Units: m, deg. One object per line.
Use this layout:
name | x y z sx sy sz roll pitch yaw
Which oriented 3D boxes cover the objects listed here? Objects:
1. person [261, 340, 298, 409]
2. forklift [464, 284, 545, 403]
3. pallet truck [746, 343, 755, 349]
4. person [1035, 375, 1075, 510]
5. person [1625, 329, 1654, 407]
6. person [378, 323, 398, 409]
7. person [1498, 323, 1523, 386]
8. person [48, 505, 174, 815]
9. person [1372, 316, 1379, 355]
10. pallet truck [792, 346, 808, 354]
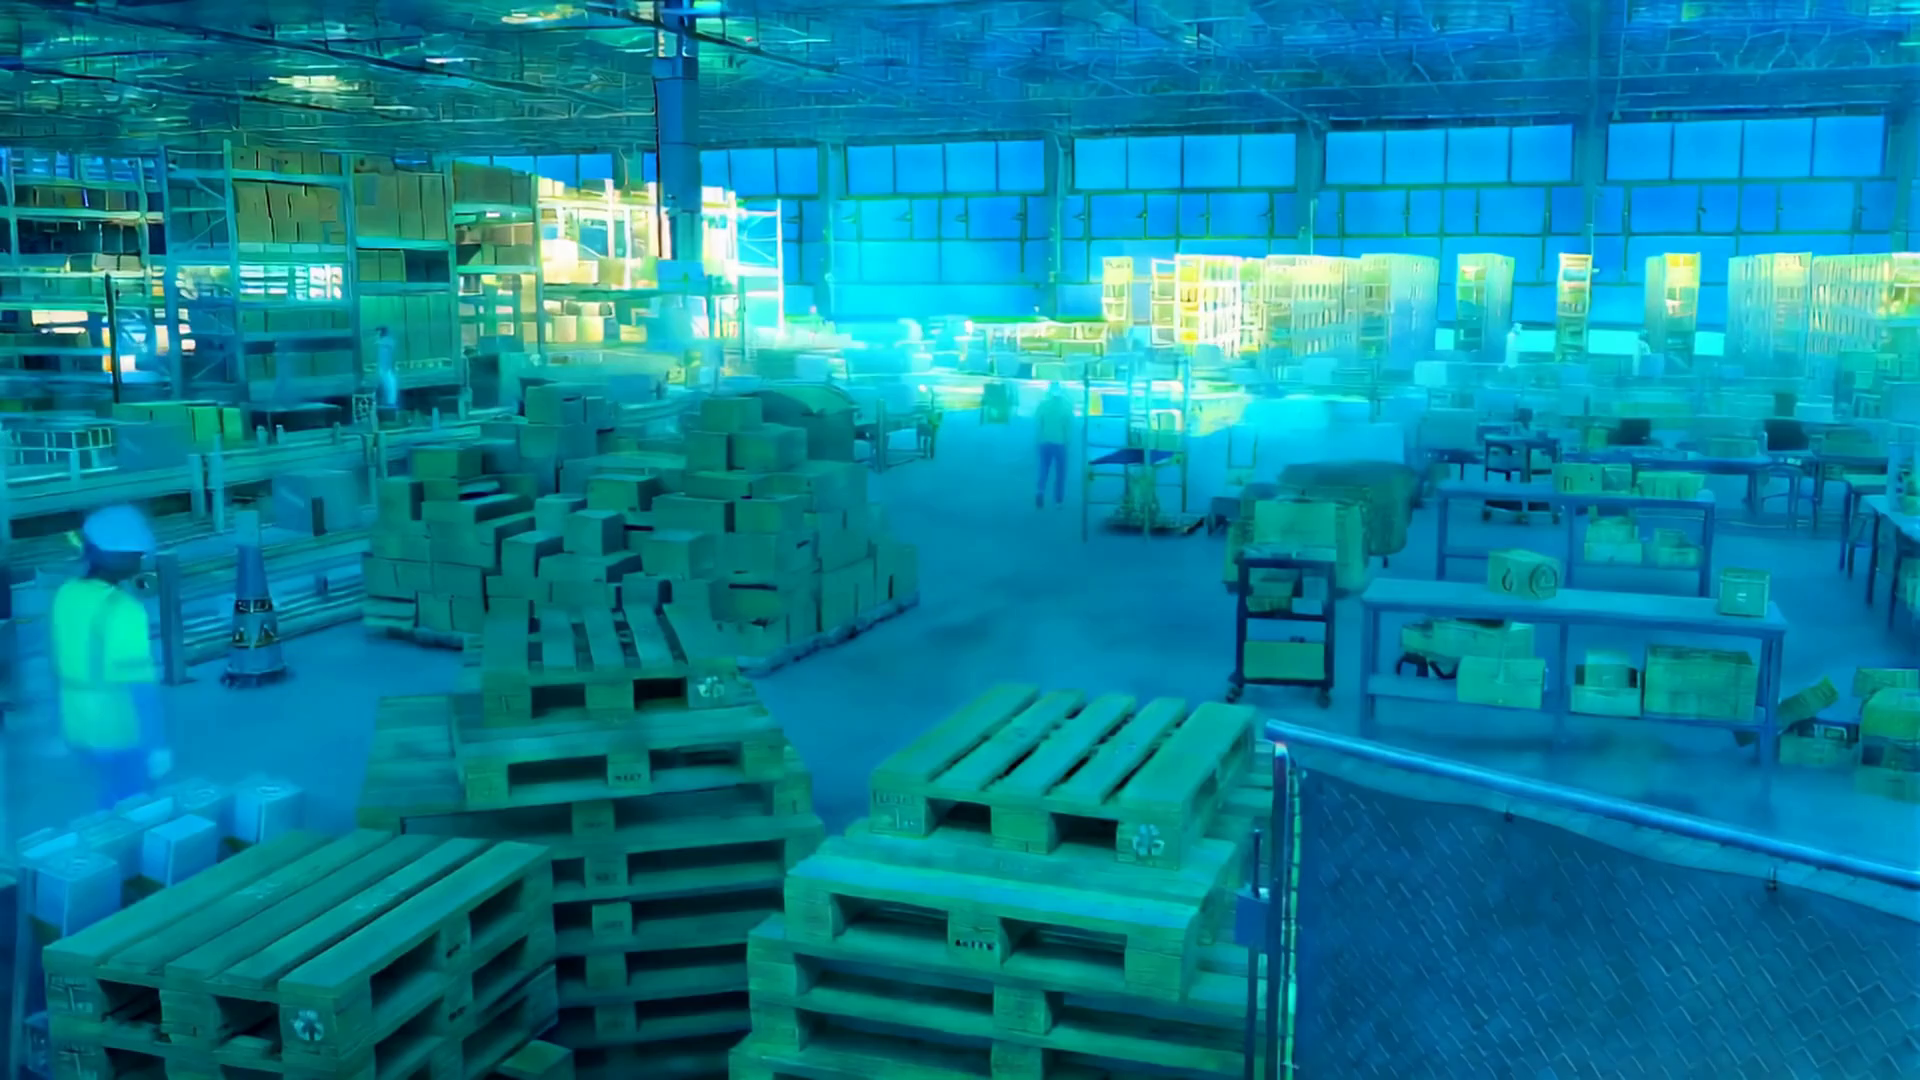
person | -15.092 -3.631 36.905 0.521 1.587 0.838 6 11 35
forklift | -10.832 -4.702 39.610 1.129 2.768 1.873 3 10 20
pallet truck | -6.183 -4.618 44.264 1.601 1.201 0.680 -9 12 -43
person | 1.202 -1.237 21.371 0.546 1.748 0.538 3 9 17
person | 15.678 -3.969 38.357 0.673 1.814 0.598 3 10 19
person | -13.063 -3.961 37.905 0.365 1.939 0.636 -9 13 -44
person | 13.693 -4.400 40.930 1.008 1.849 0.663 5 10 30
person | -3.794 0.843 7.493 0.636 2.019 0.446 6 11 33
person | 13.112 -6.331 52.663 0.414 1.985 0.611 3 10 19
pallet truck | -3.705 -4.298 42.022 0.653 1.274 1.630 3 10 20
